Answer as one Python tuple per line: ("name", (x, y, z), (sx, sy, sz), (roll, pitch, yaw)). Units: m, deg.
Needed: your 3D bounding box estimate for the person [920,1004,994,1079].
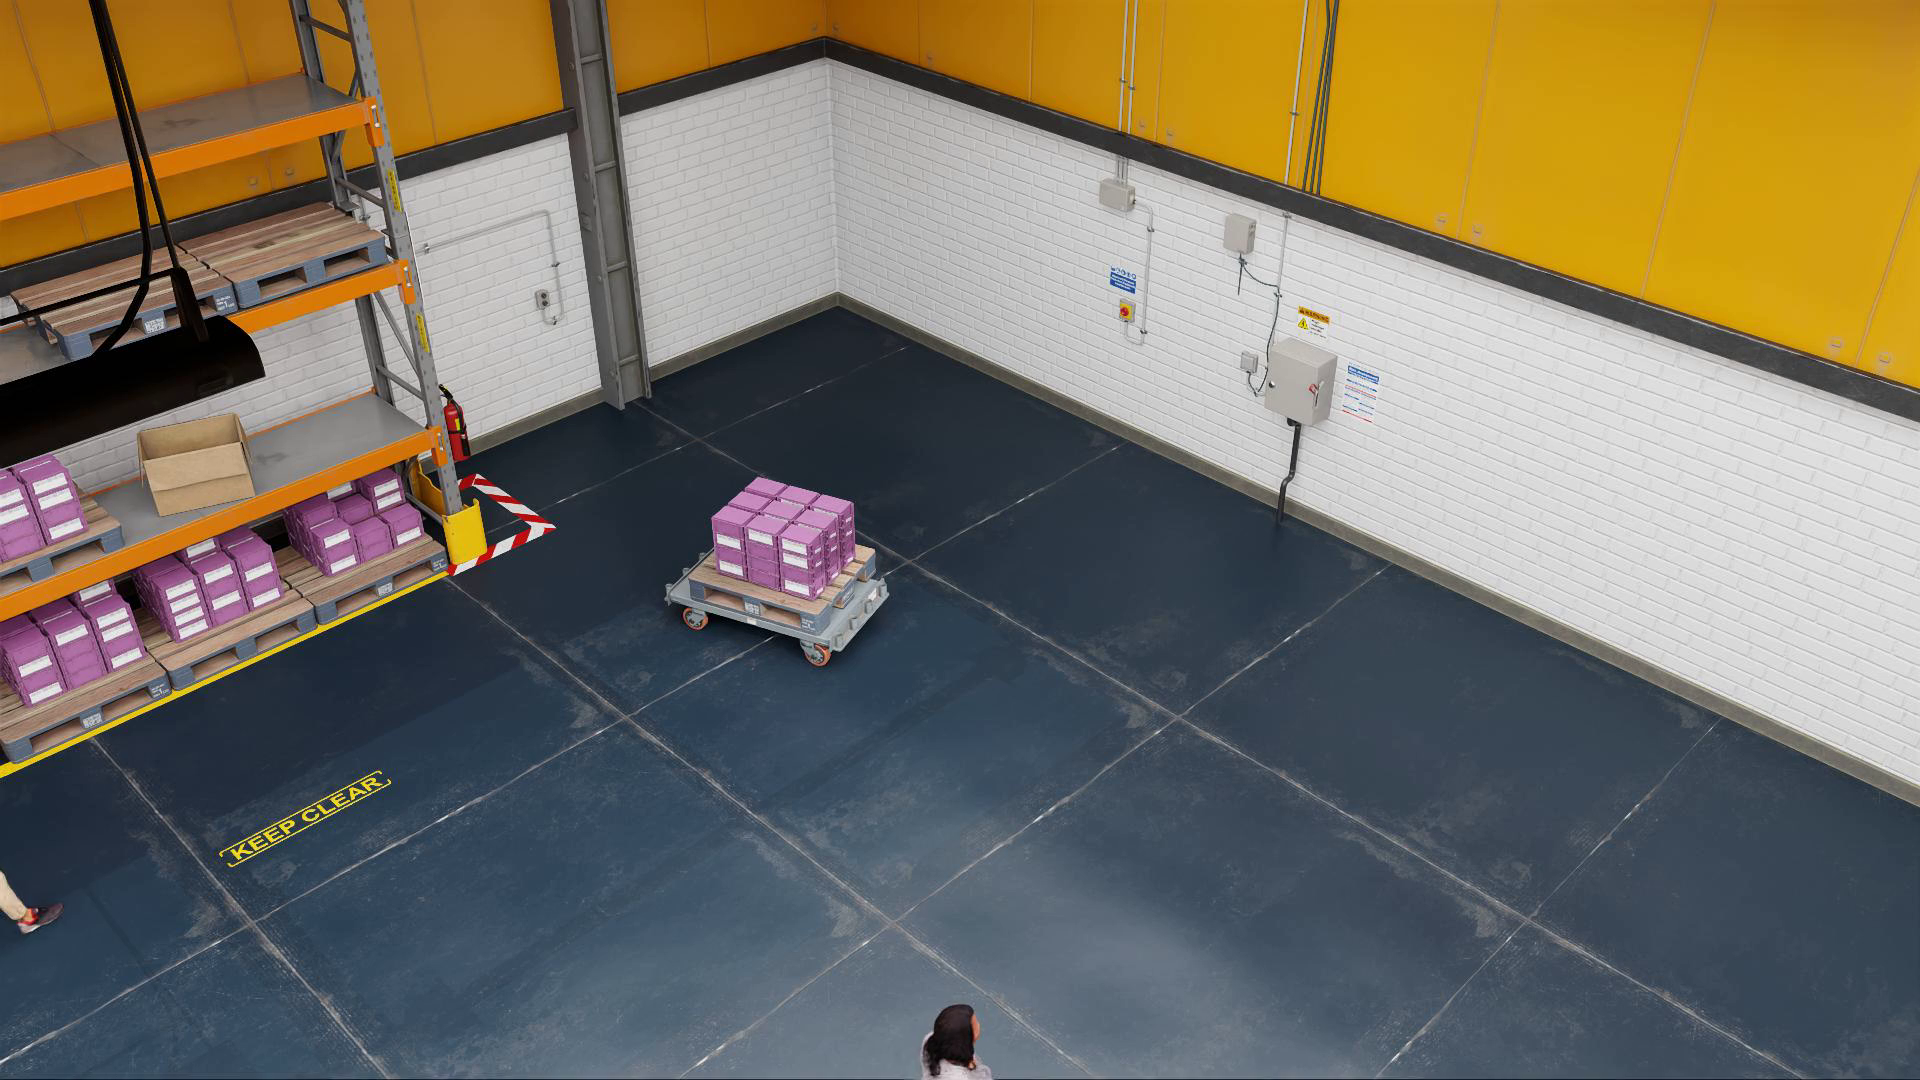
("person", (-0.115, 3.077, 8.749), (0.755, 1.599, 0.735), (-16, 37, -22))
